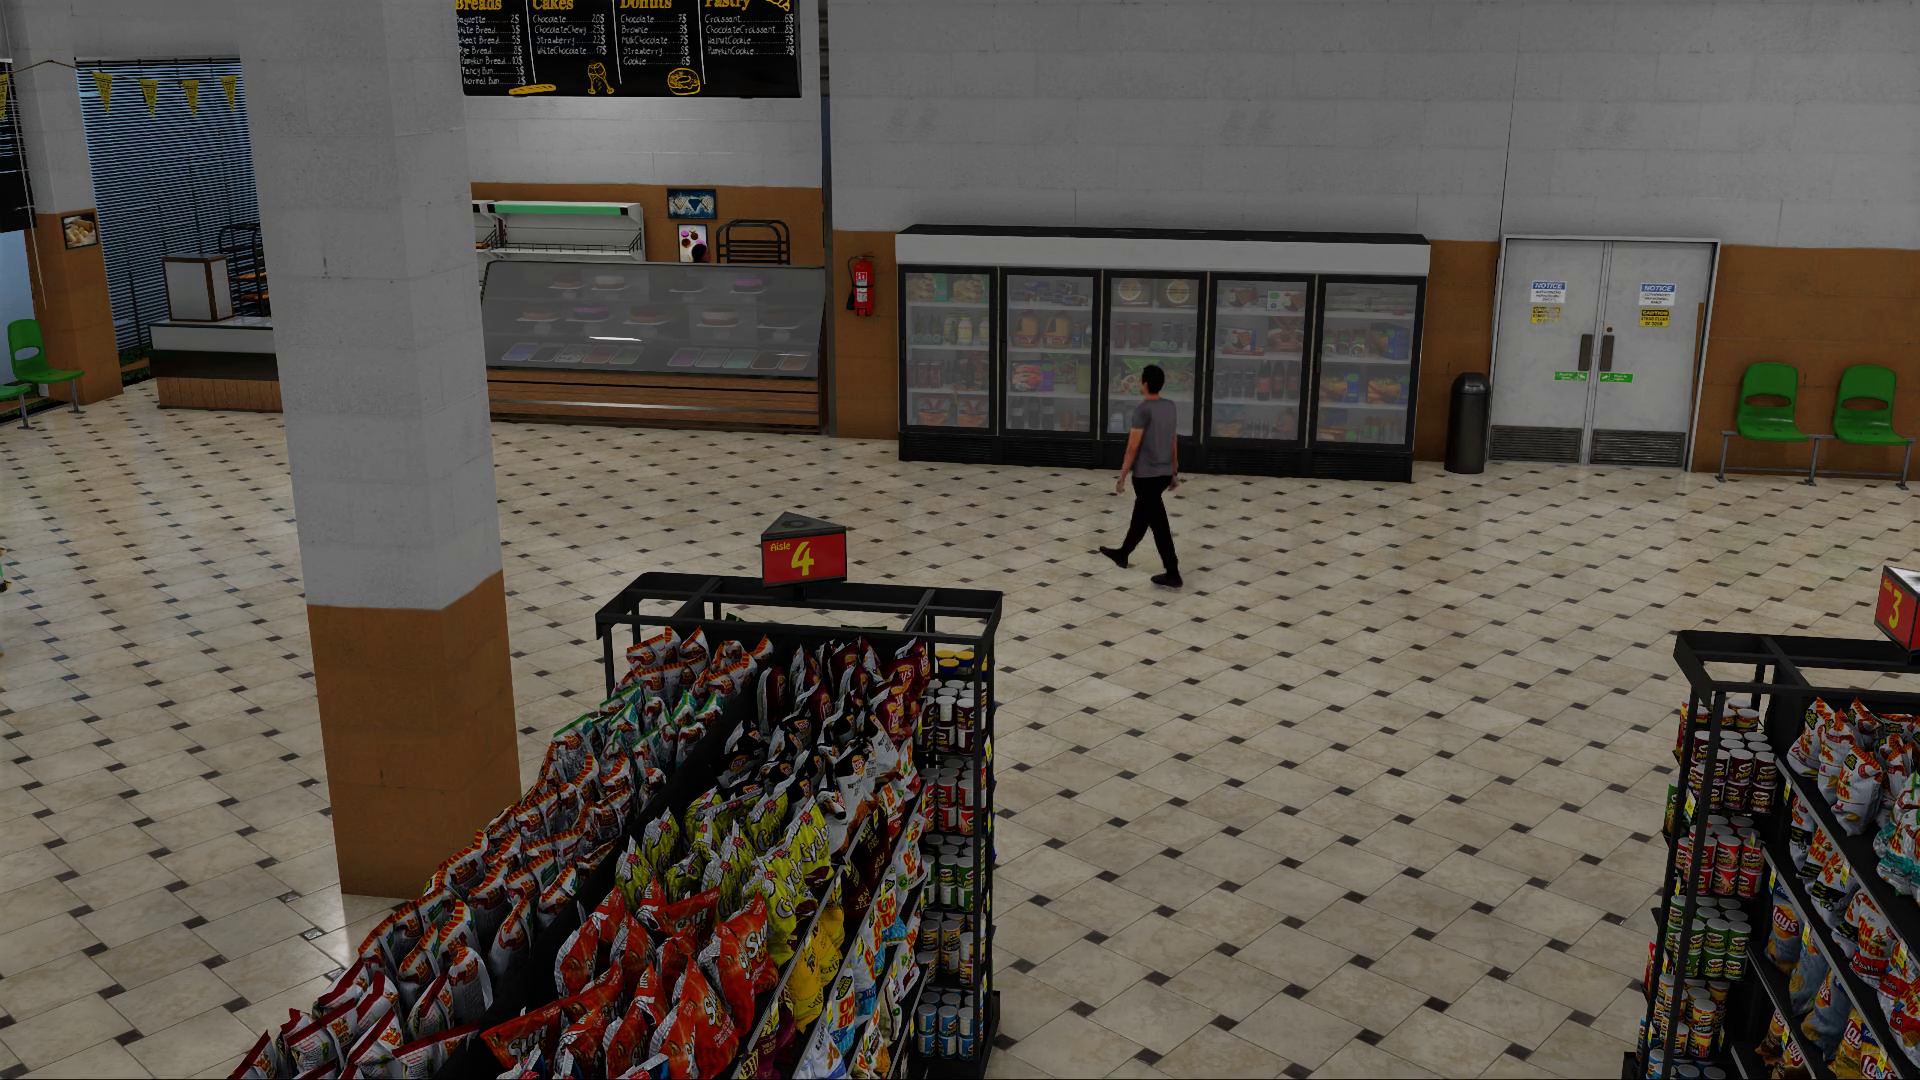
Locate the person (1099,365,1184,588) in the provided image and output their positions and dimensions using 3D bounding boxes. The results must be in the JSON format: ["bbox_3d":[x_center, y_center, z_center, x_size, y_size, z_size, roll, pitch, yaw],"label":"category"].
[{"bbox_3d":[1.554,-0.461,12.938,1.089,1.708,1.160,15,22,40],"label":"person"}]
